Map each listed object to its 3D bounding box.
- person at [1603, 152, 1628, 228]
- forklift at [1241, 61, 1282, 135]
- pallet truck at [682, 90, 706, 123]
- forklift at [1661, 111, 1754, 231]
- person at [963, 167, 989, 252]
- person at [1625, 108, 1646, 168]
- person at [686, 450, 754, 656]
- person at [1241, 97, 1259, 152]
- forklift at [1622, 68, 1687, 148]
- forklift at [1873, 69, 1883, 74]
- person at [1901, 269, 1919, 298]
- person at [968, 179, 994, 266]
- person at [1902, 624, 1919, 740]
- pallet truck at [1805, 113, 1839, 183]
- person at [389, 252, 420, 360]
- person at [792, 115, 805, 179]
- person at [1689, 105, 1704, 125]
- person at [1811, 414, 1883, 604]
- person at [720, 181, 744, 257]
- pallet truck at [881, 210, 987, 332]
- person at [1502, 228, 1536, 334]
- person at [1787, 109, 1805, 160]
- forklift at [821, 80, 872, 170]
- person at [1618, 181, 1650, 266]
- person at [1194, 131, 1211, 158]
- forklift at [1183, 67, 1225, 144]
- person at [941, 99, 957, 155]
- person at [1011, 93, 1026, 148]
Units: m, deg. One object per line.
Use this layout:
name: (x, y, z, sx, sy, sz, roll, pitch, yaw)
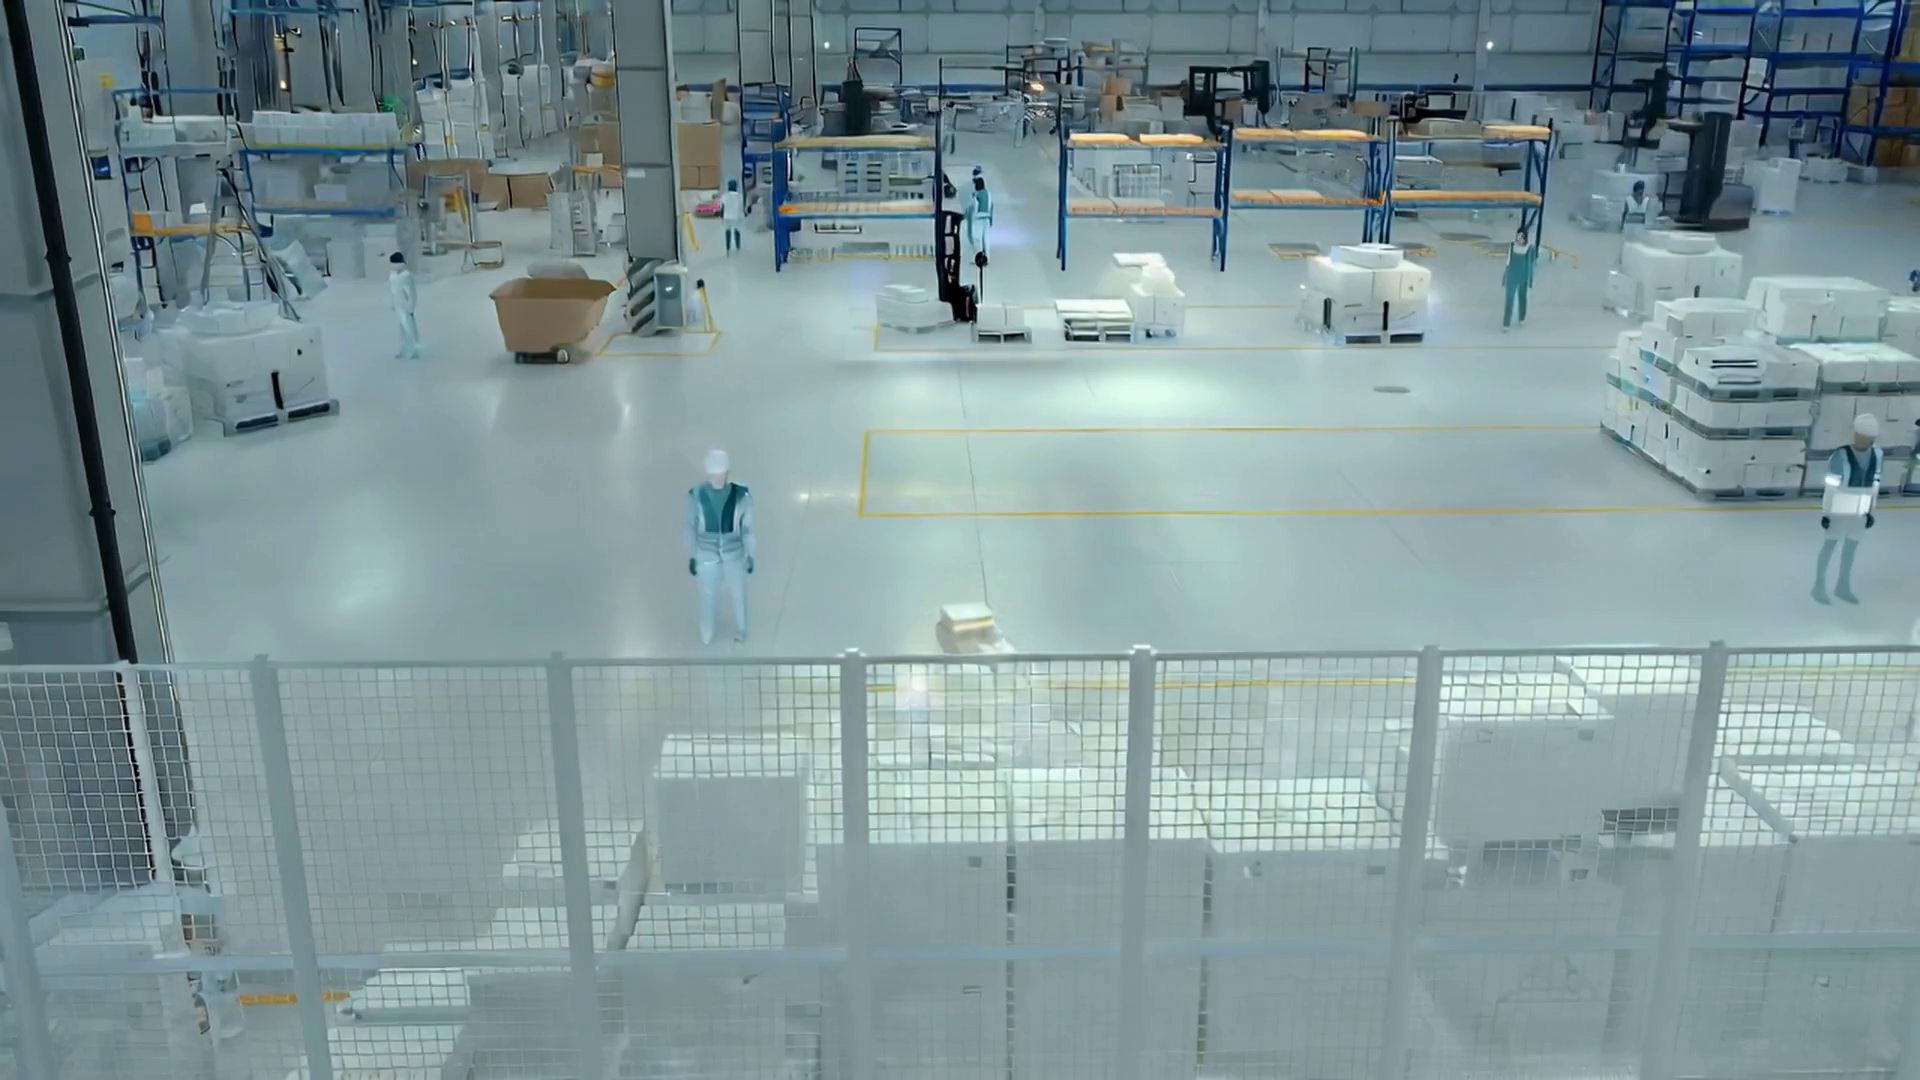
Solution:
person: (16.237, -8.655, 41.140, 0.937, 1.855, 0.584, -3, 19, -9)
forklift: (11.818, -17.491, 65.758, 1.873, 2.768, 1.129, -6, 20, -17)
pallet truck: (-9.671, -15.907, 62.421, 0.823, 1.965, 1.885, 5, 19, 15)
forklift: (18.382, -9.041, 40.692, 1.873, 2.768, 1.129, -1, 19, -2)
person: (0.378, -7.450, 37.517, 0.597, 1.875, 0.998, -4, 19, -10)
person: (21.990, -13.085, 54.191, 0.592, 1.910, 0.387, 12, 22, 31)
person: (-2.150, 0.129, 14.923, 0.602, 1.949, 0.393, -3, 19, -10)
person: (10.304, -14.764, 59.121, 0.636, 1.939, 0.362, 2, 19, 6)
forklift: (25.298, -15.627, 60.231, 1.873, 2.768, 1.129, 15, 24, 37)
forklift: (32.639, -15.530, 59.943, 1.873, 2.768, 1.129, -1, 19, -2)
person: (14.099, -3.067, 24.565, 0.570, 1.837, 0.819, -17, 25, -41)
person: (0.428, -6.820, 35.714, 0.622, 1.839, 0.429, -15, 24, -37)
person: (7.029, 1.227, 11.774, 0.687, 1.892, 0.603, 8, 20, 23)
pallet truck: (26.403, -11.957, 50.702, 0.823, 1.965, 1.885, 6, 19, 16)
person: (-8.982, -3.770, 26.806, 0.487, 1.745, 0.292, 6, 20, 18)
person: (-5.015, -12.103, 51.229, 0.356, 1.934, 0.552, -12, 22, -31)
person: (26.525, -14.864, 59.950, 0.898, 1.582, 0.527, -17, 25, -40)
person: (8.684, -0.296, 16.226, 0.551, 1.931, 0.391, -2, 19, -7)
person: (-5.063, -7.153, 36.986, 0.531, 1.651, 0.851, 1, 19, 2)
pallet truck: (-0.493, -4.759, 29.349, 1.885, 1.965, 0.823, -13, 23, -34)
person: (9.760, -4.545, 29.016, 0.523, 1.812, 0.934, 11, 22, 29)
person: (27.512, -13.277, 54.861, 0.637, 1.842, 0.429, -14, 23, -36)
forklift: (-3.431, -13.266, 53.226, 1.873, 2.768, 1.129, 8, 20, 21)
person: (14.209, -6.653, 35.153, 0.595, 1.879, 0.964, -2, 19, -6)
person: (7.181, -11.320, 49.385, 0.534, 1.622, 0.373, 1, 19, 1)
forklift: (8.780, -15.999, 61.334, 1.873, 2.768, 1.129, -13, 22, -33)
person: (-0.403, -14.462, 58.290, 0.574, 1.892, 0.947, 8, 20, 22)
person: (2.157, -15.324, 60.783, 0.630, 1.940, 0.372, -11, 21, -29)
